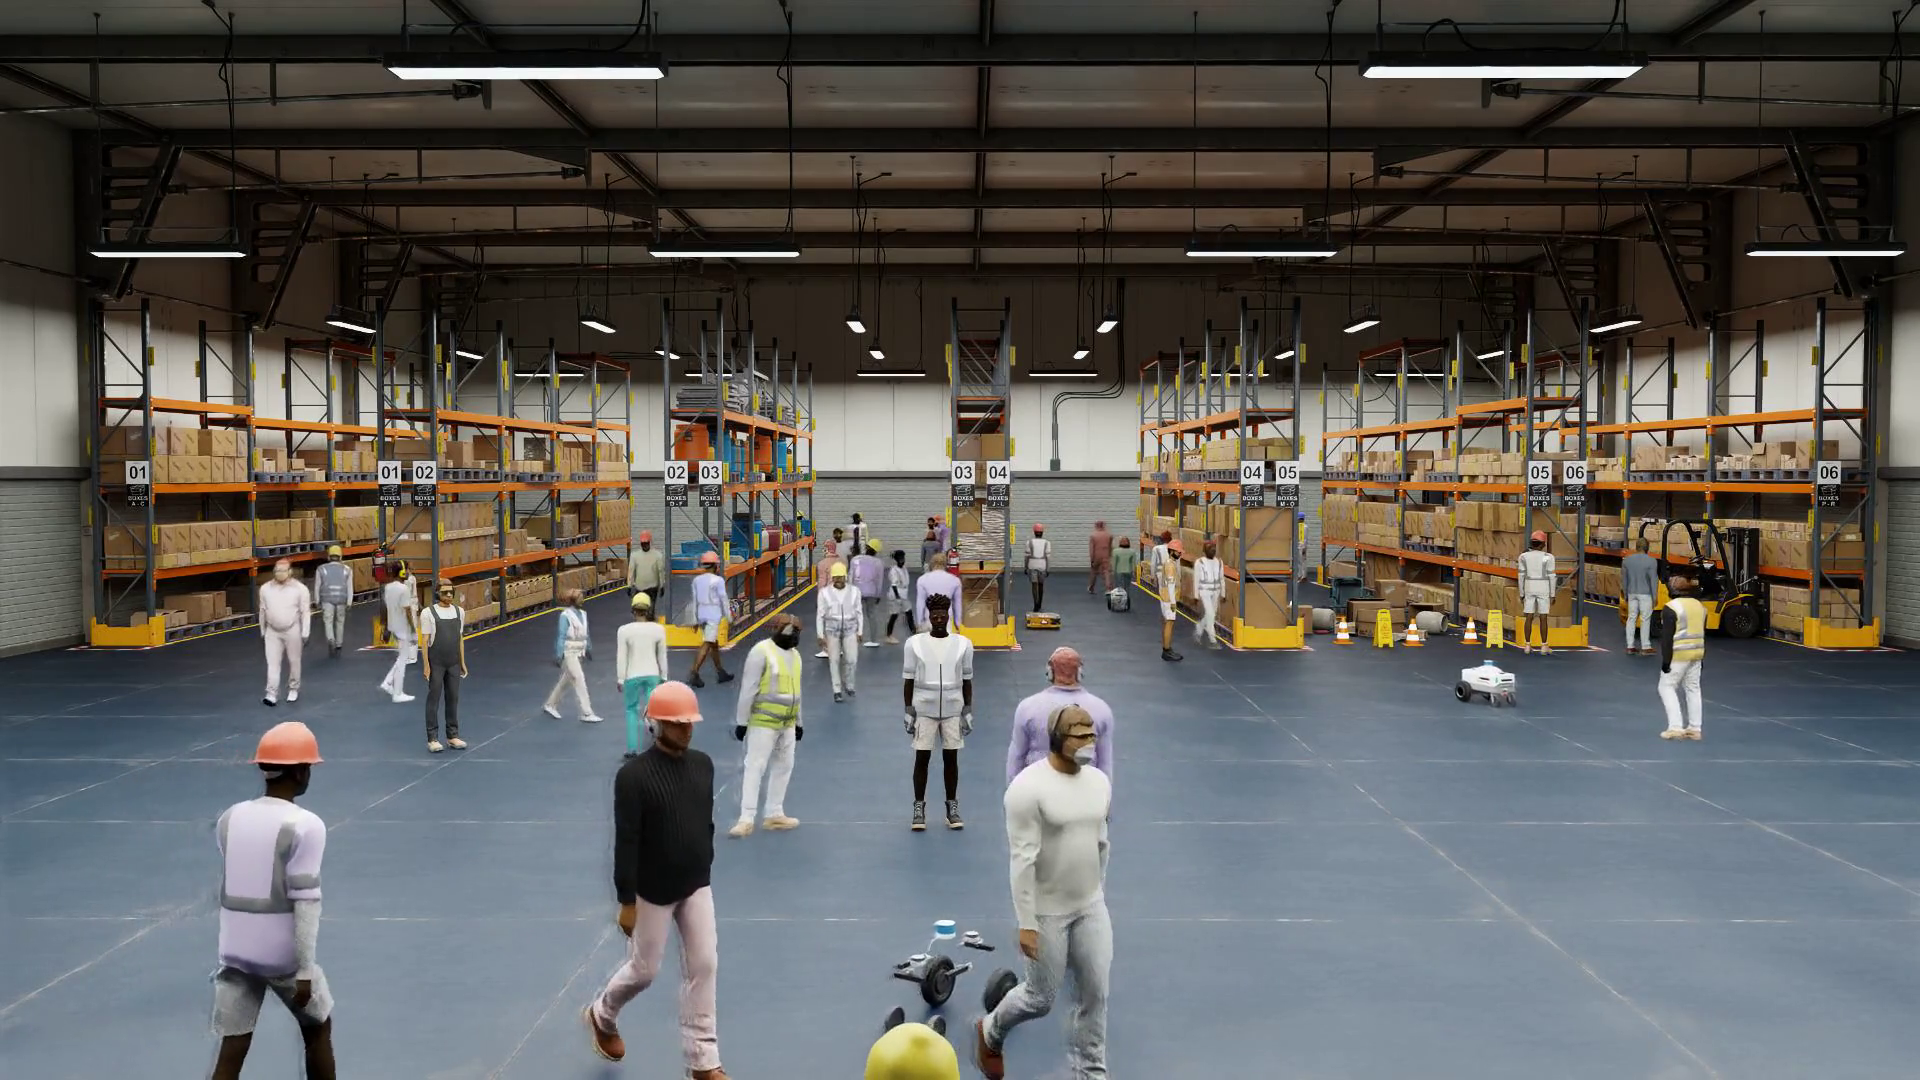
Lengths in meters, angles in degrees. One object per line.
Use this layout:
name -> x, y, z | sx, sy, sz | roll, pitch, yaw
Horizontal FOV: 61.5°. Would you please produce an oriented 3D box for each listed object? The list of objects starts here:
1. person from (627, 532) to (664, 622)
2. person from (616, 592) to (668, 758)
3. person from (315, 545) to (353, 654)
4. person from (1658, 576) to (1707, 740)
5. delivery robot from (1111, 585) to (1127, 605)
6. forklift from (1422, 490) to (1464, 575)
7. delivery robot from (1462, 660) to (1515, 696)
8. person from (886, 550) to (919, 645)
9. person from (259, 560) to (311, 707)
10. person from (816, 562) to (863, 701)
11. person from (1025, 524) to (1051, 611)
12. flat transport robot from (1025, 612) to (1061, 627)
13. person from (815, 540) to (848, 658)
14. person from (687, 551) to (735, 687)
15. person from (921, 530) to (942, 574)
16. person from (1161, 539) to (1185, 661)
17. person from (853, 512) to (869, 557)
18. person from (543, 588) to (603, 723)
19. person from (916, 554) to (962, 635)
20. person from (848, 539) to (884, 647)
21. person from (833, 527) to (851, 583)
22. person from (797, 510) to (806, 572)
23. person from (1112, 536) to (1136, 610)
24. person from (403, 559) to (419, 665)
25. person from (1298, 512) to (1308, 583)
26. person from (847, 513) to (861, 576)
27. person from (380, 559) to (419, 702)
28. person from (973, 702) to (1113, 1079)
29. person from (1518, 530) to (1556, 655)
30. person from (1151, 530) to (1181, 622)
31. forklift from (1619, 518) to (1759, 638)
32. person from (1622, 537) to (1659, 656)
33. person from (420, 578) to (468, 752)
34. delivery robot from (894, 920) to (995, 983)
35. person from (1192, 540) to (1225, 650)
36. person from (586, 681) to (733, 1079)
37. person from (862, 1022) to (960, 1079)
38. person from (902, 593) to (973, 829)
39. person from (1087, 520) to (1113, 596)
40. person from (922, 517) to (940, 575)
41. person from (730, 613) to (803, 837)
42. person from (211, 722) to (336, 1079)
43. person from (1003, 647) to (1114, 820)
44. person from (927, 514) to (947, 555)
person -> -5.654, 0.820, 29.051 | 0.648, 1.944, 1.040 | 0, 2, -3
person -> -3.261, 1.413, 16.671 | 0.537, 1.744, 0.702 | -1, 3, -27
person -> -10.318, 0.979, 26.630 | 0.589, 1.809, 0.797 | -1, 3, -26
person -> 8.092, 1.320, 18.090 | 0.633, 1.816, 0.445 | -1, 3, -28
delivery robot -> 3.486, 1.221, 35.396 | 0.477, 0.478, 0.707 | 0, 3, 5
forklift -> 13.926, -0.371, 47.846 | 1.873, 2.768, 1.129 | 0, 2, 0
delivery robot -> 6.826, 1.800, 20.861 | 0.477, 0.478, 0.707 | -1, 2, -22
person -> -0.960, 1.005, 27.917 | 0.831, 1.647, 0.559 | 1, 3, 29
person -> -8.680, 1.191, 20.719 | 0.664, 1.847, 1.010 | 0, 2, -8
person -> -1.553, 1.200, 20.964 | 0.631, 1.814, 0.577 | 0, 2, -11
person -> 1.706, 0.593, 35.301 | 0.543, 1.899, 0.976 | 0, 2, -5
flat transport robot -> 1.619, 1.560, 31.586 | 0.652, 0.197, 1.431 | 0, 2, 1
person -> -2.110, 0.947, 26.184 | 0.411, 1.910, 0.643 | 2, 3, 36
person -> -3.522, 1.103, 22.679 | 0.550, 1.893, 0.994 | 2, 3, 38
person -> -0.685, 0.588, 38.614 | 0.503, 1.632, 0.271 | 0, 2, 7
person -> 3.405, 0.952, 25.836 | 0.384, 1.927, 0.543 | 0, 2, 4
person -> -3.051, 0.075, 49.031 | 0.594, 1.837, 0.404 | 1, 2, 16
person -> -4.677, 1.372, 19.379 | 0.851, 1.602, 0.533 | 1, 2, 16
person -> -0.291, 1.128, 22.262 | 0.650, 1.864, 0.982 | 0, 2, -8
person -> -1.616, 0.912, 27.576 | 0.629, 1.870, 0.448 | 0, 2, -10
person -> -2.564, 0.640, 34.620 | 0.519, 1.852, 0.749 | 0, 2, 2
person -> -4.725, 0.083, 47.672 | 0.360, 1.930, 0.587 | -1, 3, -32
person -> 3.601, 0.725, 35.379 | 0.516, 1.616, 0.419 | 0, 2, -5
person -> -8.607, 1.118, 25.184 | 0.311, 1.642, 0.513 | 0, 2, -9
person -> 9.367, 0.205, 44.481 | 0.422, 1.944, 0.627 | 0, 2, -7
person -> -2.970, 0.186, 45.443 | 0.490, 1.899, 0.610 | -1, 2, -19
person -> -7.256, 1.177, 21.023 | 0.523, 1.853, 0.400 | 2, 3, 44
person -> 0.427, 1.690, 7.484 | 0.634, 1.915, 0.818 | -2, 3, -37
person -> 9.524, 0.863, 26.626 | 0.608, 2.044, 0.377 | 2, 3, 37
person -> 4.158, 0.726, 32.562 | 0.582, 1.853, 0.936 | 0, 2, 1
forklift -> 13.417, 0.684, 29.791 | 2.313, 2.155, 1.214 | 0, 2, 0
person -> 11.188, 0.918, 26.547 | 0.356, 1.938, 0.633 | -1, 3, -33
person -> -5.530, 1.330, 17.330 | 0.343, 1.846, 0.507 | 2, 3, 40
delivery robot -> -0.077, 2.158, 8.645 | 0.335, 0.223, 0.698 | 1, 3, 34
person -> 4.247, 0.914, 27.697 | 0.598, 1.863, 0.786 | -1, 3, -28
person -> -1.463, 1.651, 7.837 | 0.908, 1.964, 0.630 | 2, 3, 40
person -> -0.107, 1.918, 3.476 | 0.525, 1.772, 0.305 | -2, 3, -33
person -> -0.181, 1.422, 13.510 | 0.602, 1.966, 0.368 | 0, 2, -9
person -> 3.467, 0.435, 39.847 | 0.642, 1.857, 1.011 | -1, 2, -15
person -> -0.787, 0.324, 42.780 | 0.562, 1.837, 0.852 | 0, 2, 11
person -> -1.574, 1.517, 13.286 | 0.433, 1.810, 0.776 | 2, 3, 35
person -> -2.866, 1.724, 6.853 | 0.551, 1.887, 0.899 | 1, 2, 16
person -> 0.635, 1.608, 10.162 | 0.646, 1.867, 0.975 | -1, 2, -14
person -> -0.710, 0.235, 44.235 | 0.643, 1.890, 0.672 | 1, 3, 29
